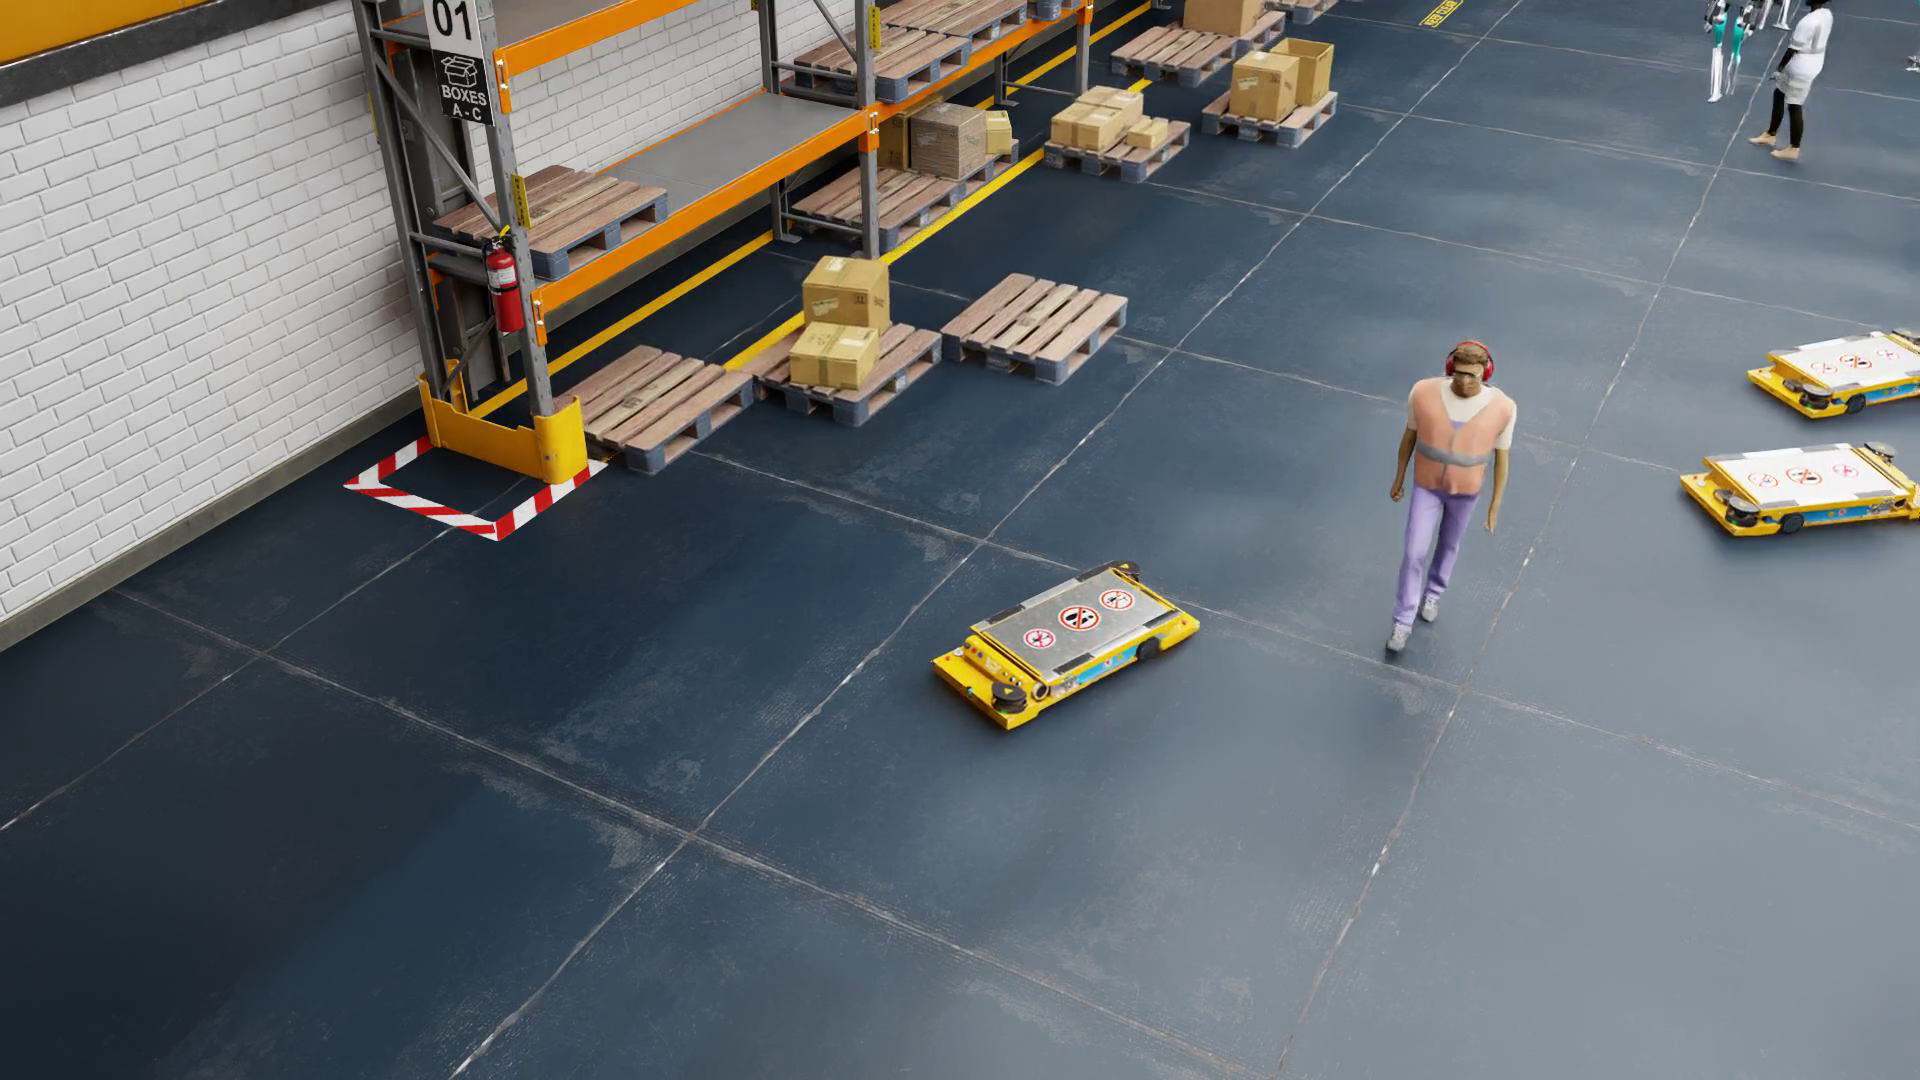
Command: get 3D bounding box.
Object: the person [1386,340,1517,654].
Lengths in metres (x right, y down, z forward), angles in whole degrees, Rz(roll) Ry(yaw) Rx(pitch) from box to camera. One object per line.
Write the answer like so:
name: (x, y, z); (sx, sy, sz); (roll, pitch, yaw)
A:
person: (2.644, -0.215, 9.065); (0.593, 1.812, 0.853); (10, 35, 15)

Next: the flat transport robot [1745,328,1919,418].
flat transport robot: (6.474, -1.201, 11.966); (1.431, 0.231, 0.659); (-11, 35, -16)

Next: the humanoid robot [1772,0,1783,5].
humanoid robot: (9.829, -7.312, 19.980); (0.606, 1.620, 0.795); (-10, 35, -15)

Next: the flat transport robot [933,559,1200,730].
flat transport robot: (0.609, 0.557, 9.306); (1.431, 0.231, 0.659); (-23, 40, -31)

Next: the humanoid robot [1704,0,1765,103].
humanoid robot: (7.858, -5.241, 16.858); (0.539, 1.908, 0.692); (24, 41, 32)

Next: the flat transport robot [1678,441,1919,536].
flat transport robot: (5.440, -0.328, 10.644); (1.431, 0.231, 0.659); (-6, 34, -9)

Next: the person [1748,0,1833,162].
person: (7.759, -4.403, 15.535); (0.657, 1.671, 0.536); (25, 41, 32)

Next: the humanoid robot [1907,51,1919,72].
humanoid robot: (10.499, -5.901, 17.762); (0.568, 1.791, 0.804); (-19, 38, -27)

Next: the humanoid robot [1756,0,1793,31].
humanoid robot: (9.550, -6.668, 18.913); (0.581, 1.769, 0.797); (-6, 34, -9)
